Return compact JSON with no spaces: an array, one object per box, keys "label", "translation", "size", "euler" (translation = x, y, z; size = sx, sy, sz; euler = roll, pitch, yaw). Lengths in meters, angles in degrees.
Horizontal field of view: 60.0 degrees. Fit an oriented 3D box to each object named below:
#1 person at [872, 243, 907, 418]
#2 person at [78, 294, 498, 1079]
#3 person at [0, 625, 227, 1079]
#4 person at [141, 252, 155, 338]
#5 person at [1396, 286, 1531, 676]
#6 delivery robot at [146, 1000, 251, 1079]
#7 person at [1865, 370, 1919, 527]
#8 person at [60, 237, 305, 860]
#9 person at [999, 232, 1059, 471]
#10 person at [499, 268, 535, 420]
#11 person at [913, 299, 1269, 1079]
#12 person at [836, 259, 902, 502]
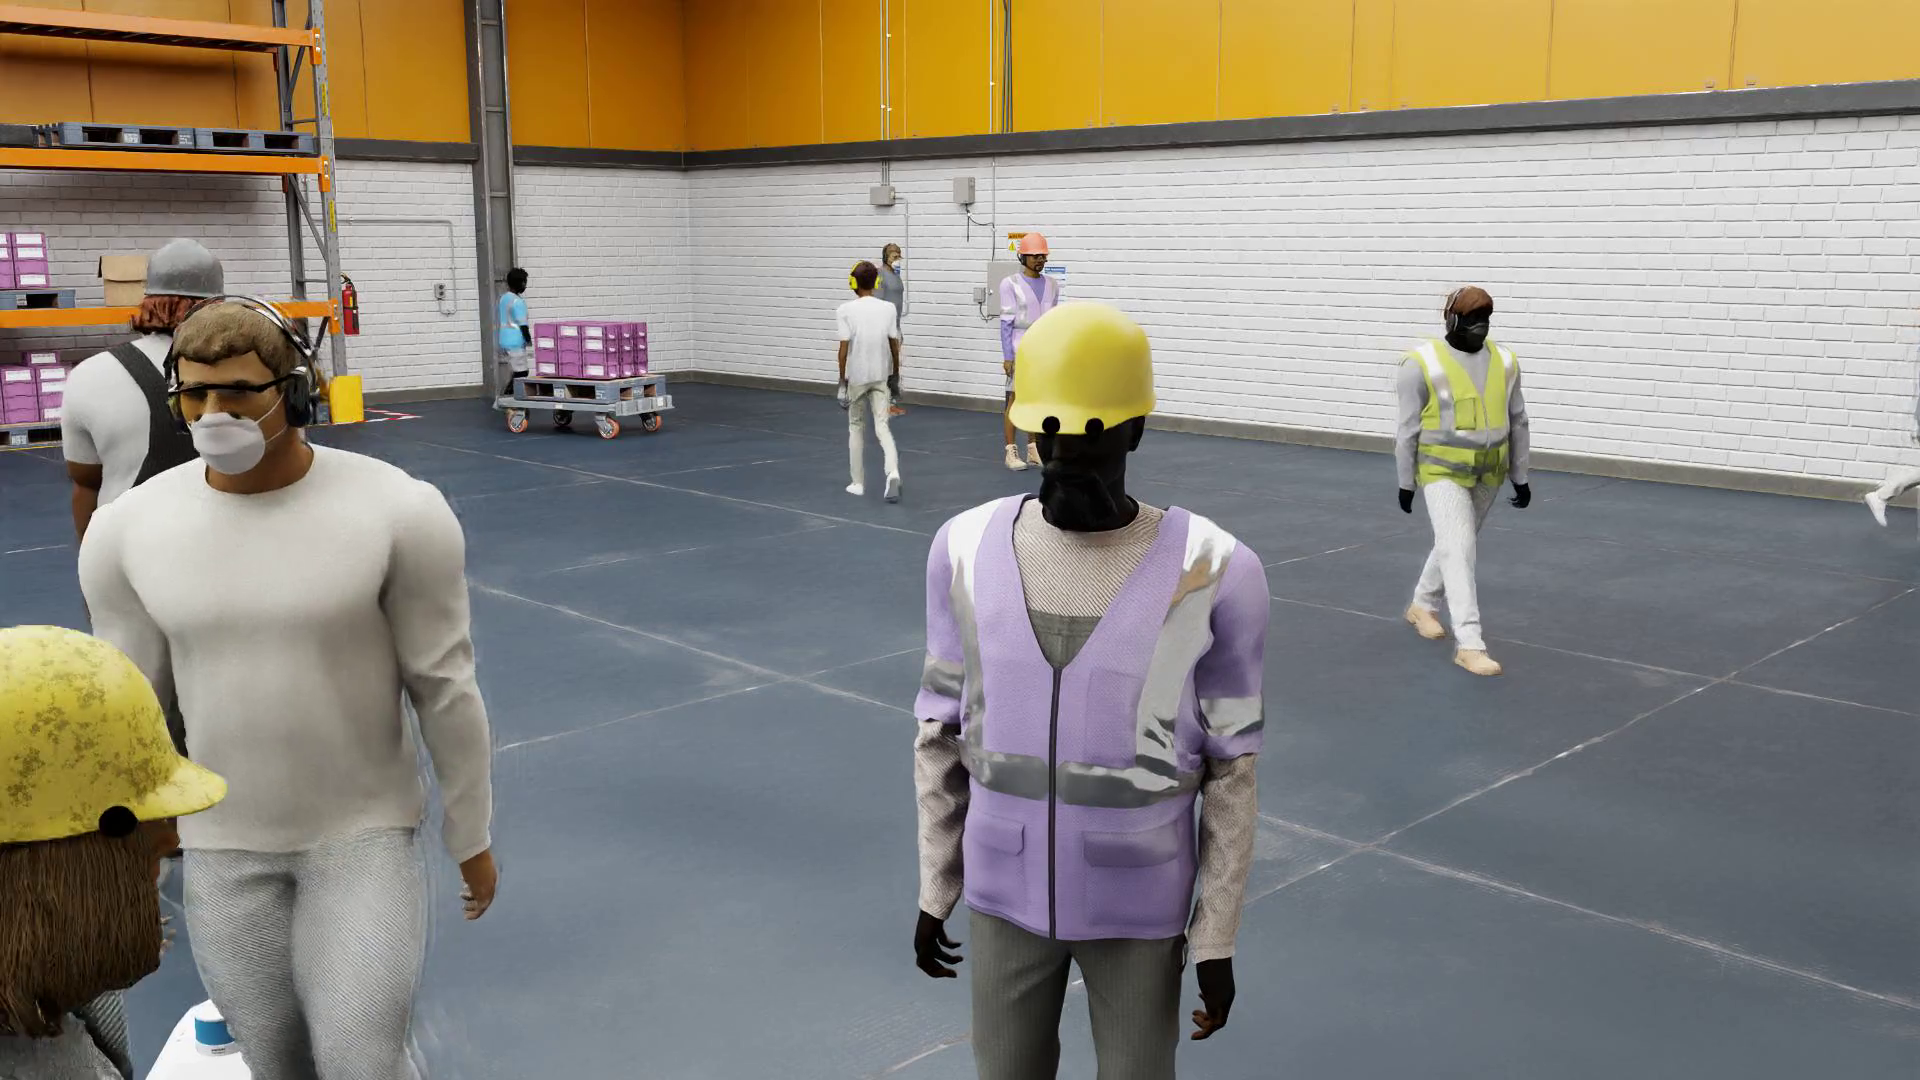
[{"label":"person","translation":[-0.798,-2.337,18.582],"size":[0.372,1.935,0.627],"euler":[3,11,18]},{"label":"person","translation":[-1.160,0.544,2.888],"size":[0.657,1.922,0.448],"euler":[-1,10,-3]},{"label":"person","translation":[-0.813,0.921,1.396],"size":[0.612,1.723,0.486],"euler":[-7,12,-33]},{"label":"person","translation":[-6.601,-1.485,14.054],"size":[0.659,1.886,0.544],"euler":[3,11,18]},{"label":"person","translation":[2.420,-0.323,8.028],"size":[0.633,1.797,0.986],"euler":[-3,11,-17]},{"label":"delivery robot","translation":[-1.405,1.125,3.211],"size":[0.477,0.478,0.707],"euler":[-2,11,-11]},{"label":"person","translation":[6.358,-0.779,10.950],"size":[0.581,1.622,0.498],"euler":[10,14,44]},{"label":"person","translation":[-2.428,0.041,5.318],"size":[0.694,2.000,0.603],"euler":[-4,11,-19]},{"label":"person","translation":[0.623,-1.625,14.395],"size":[0.608,2.045,0.391],"euler":[-7,13,-34]},{"label":"person","translation":[-4.819,-2.115,18.094],"size":[0.355,1.674,0.544],"euler":[-6,12,-29]},{"label":"person","translation":[0.192,0.573,2.733],"size":[0.587,1.926,0.368],"euler":[4,11,20]},{"label":"person","translation":[-0.678,-1.216,12.736],"size":[0.531,1.849,0.849],"euler":[-4,11,-20]}]
